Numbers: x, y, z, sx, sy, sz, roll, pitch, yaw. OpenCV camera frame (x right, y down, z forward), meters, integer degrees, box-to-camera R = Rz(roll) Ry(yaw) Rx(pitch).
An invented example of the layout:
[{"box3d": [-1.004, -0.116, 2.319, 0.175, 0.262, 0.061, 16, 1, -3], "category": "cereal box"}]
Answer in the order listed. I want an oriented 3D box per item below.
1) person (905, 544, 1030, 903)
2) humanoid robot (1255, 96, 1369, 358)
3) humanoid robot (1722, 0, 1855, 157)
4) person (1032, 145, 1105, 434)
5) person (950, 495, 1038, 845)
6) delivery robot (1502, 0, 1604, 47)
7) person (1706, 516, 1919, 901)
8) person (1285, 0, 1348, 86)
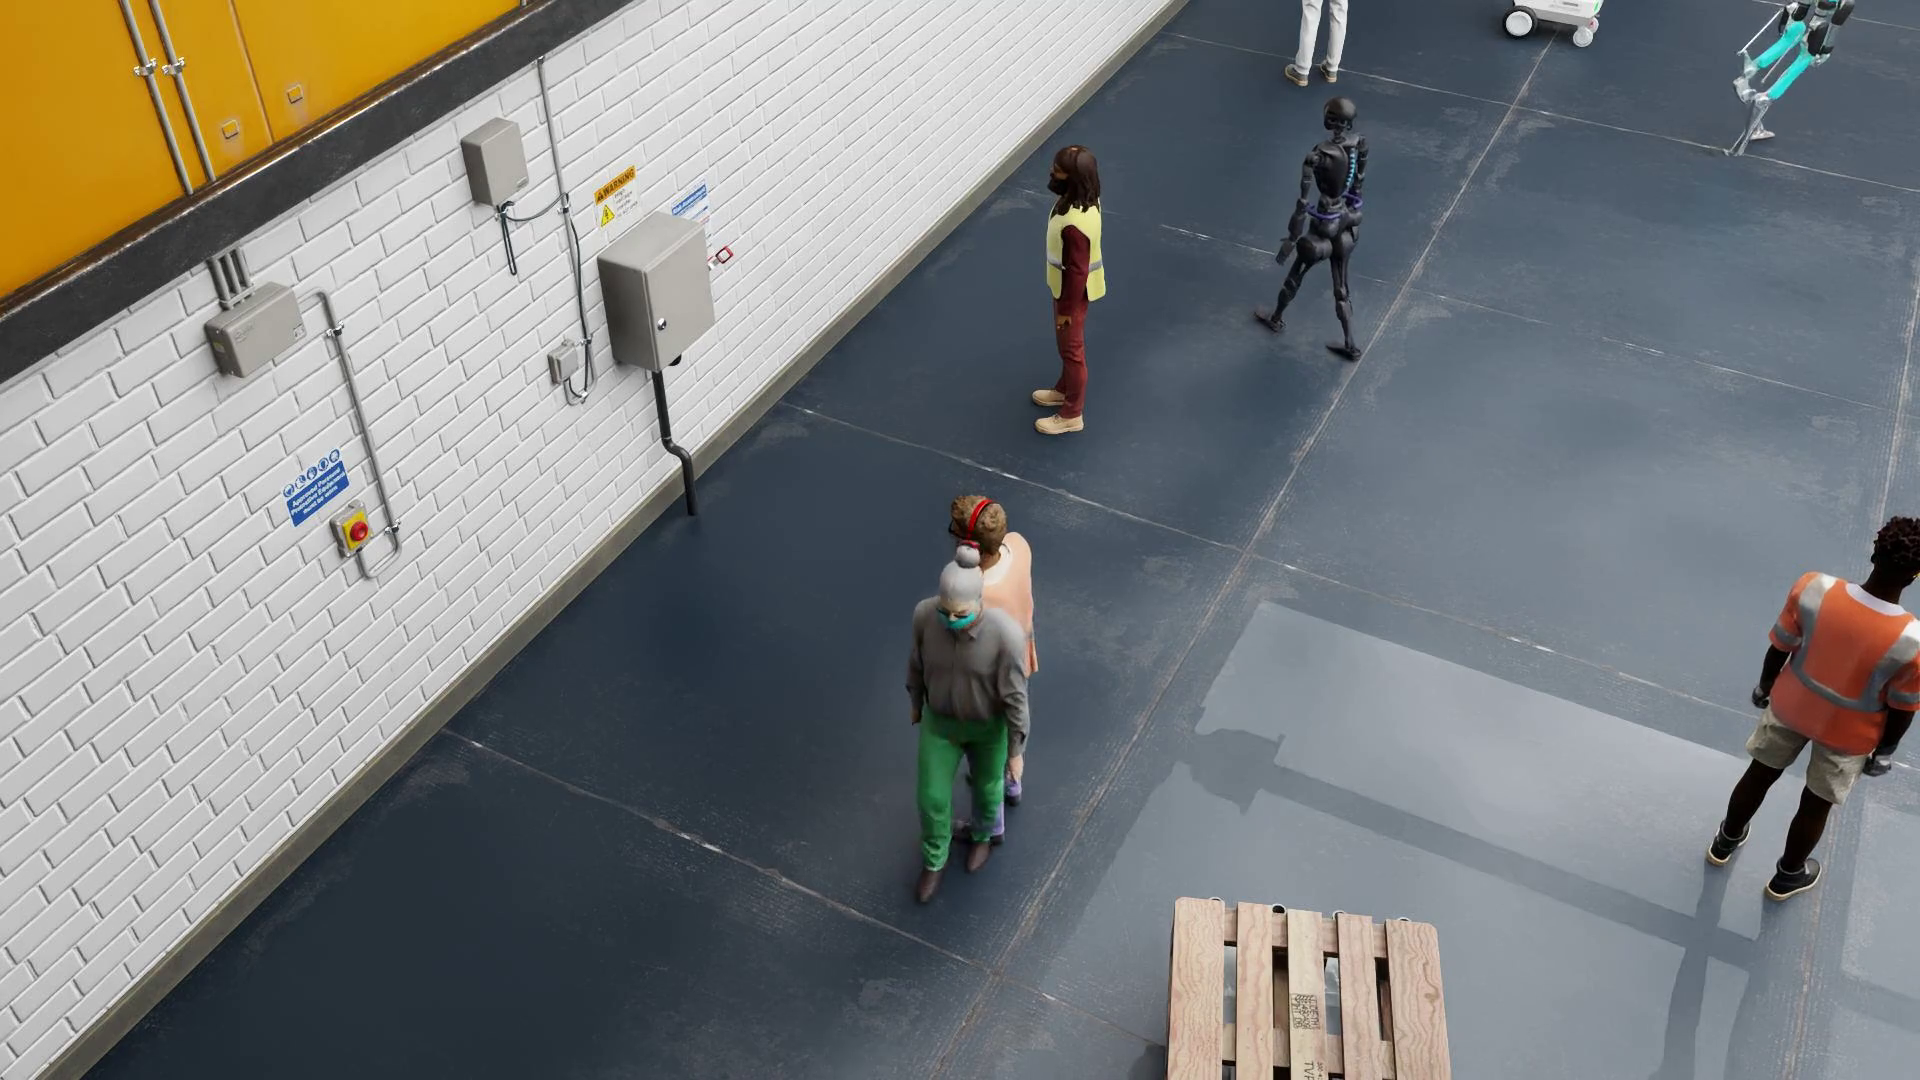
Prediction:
[{"box3d": [0.005, 0.786, 6.728, 0.554, 1.825, 0.613, 10, 42, 11], "category": "person"}, {"box3d": [2.190, -1.886, 9.977, 0.596, 1.628, 0.763, -26, 47, -27], "category": "humanoid robot"}, {"box3d": [5.869, -3.549, 11.907, 0.777, 1.890, 0.546, -10, 42, -12], "category": "humanoid robot"}, {"box3d": [0.621, -1.394, 9.307, 0.378, 1.769, 0.468, 0, 41, 0], "category": "person"}, {"box3d": [0.126, 0.572, 6.968, 0.373, 1.843, 0.568, 15, 43, 17], "category": "person"}, {"box3d": [4.914, -4.435, 13.772, 0.804, 0.610, 0.499, 18, 44, 19], "category": "delivery robot"}, {"box3d": [3.507, 0.697, 6.732, 0.368, 1.966, 0.600, -29, 49, -29], "category": "person"}, {"box3d": [2.817, -4.403, 12.708, 0.574, 1.882, 0.356, -8, 41, -9], "category": "person"}]
